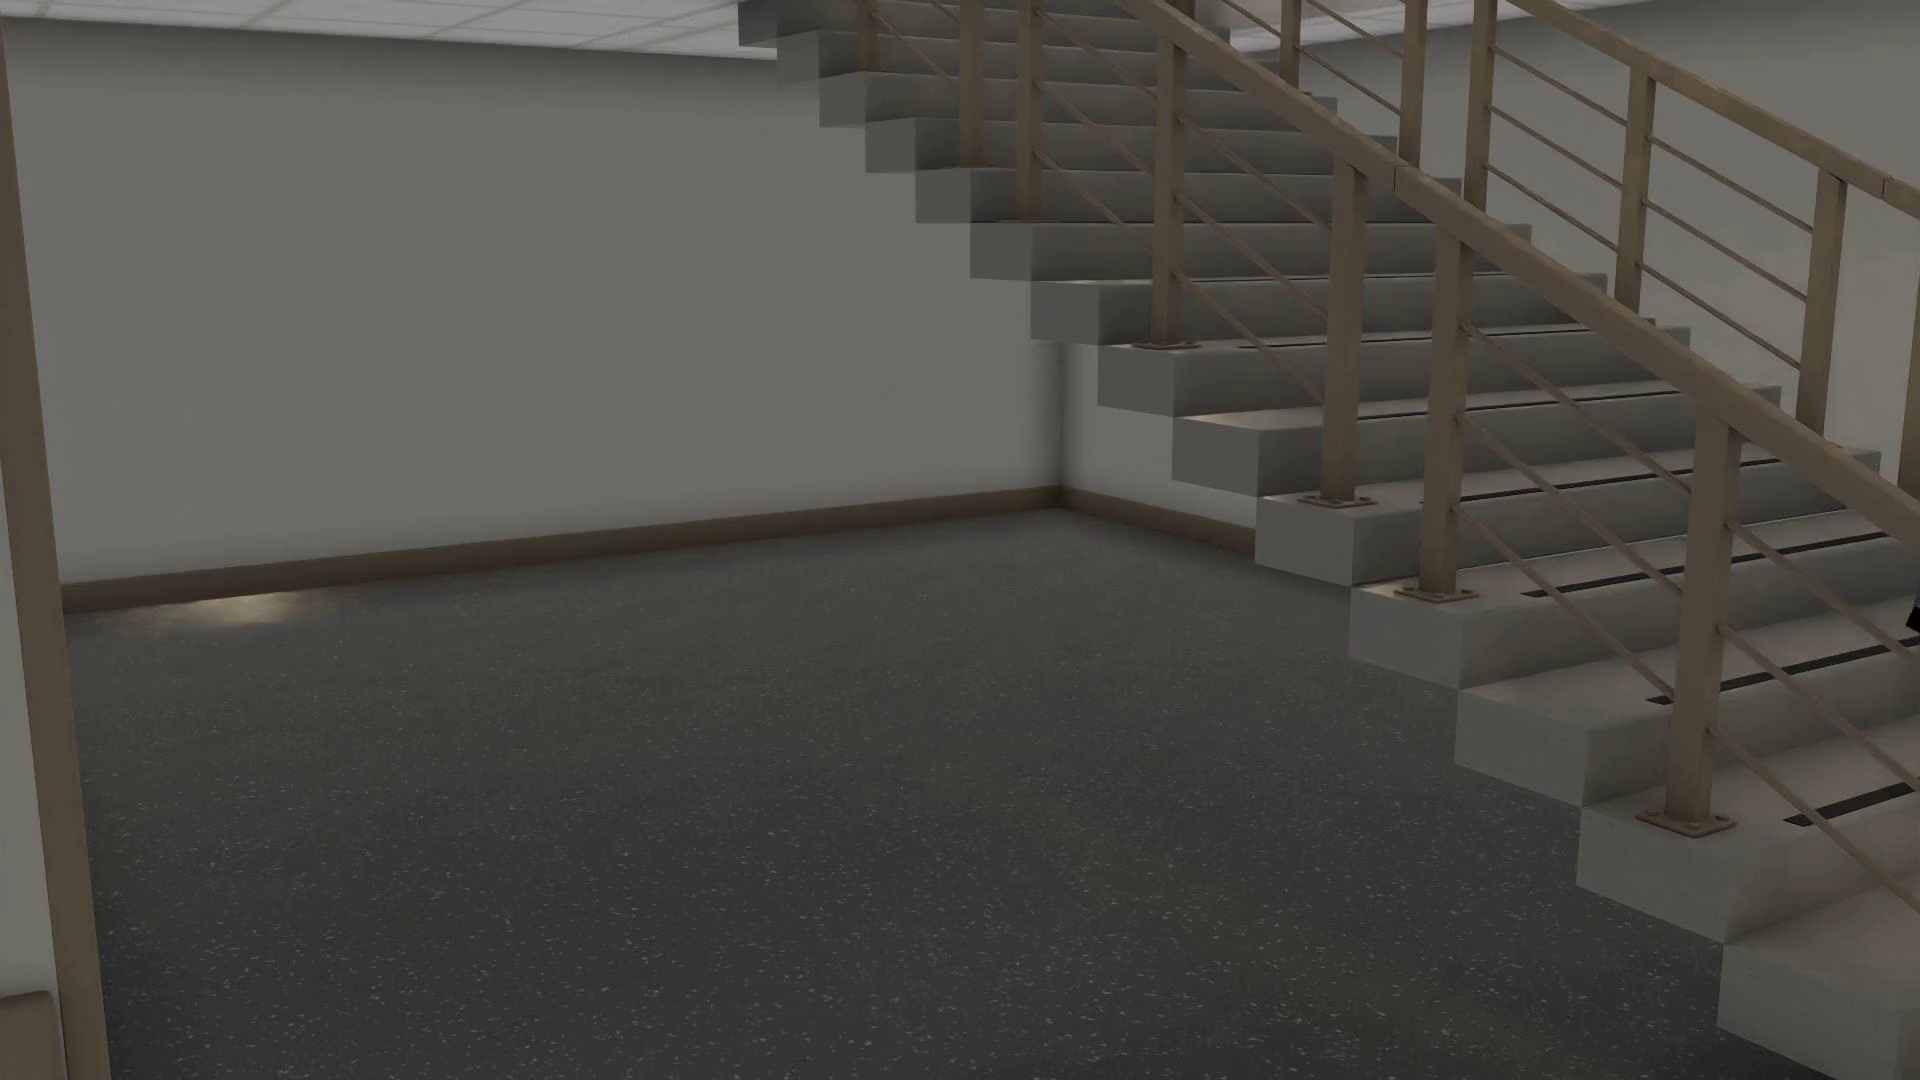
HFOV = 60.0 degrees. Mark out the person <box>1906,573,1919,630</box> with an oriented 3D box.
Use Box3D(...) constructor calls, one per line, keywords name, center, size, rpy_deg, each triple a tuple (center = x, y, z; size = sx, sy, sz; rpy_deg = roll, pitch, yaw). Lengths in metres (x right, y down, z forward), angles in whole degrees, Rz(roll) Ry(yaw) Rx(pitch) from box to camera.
Box3D(name="person", center=(3.180, 0.150, 4.980), size=(0.628, 1.870, 0.987), rpy_deg=(1, 11, 4))
